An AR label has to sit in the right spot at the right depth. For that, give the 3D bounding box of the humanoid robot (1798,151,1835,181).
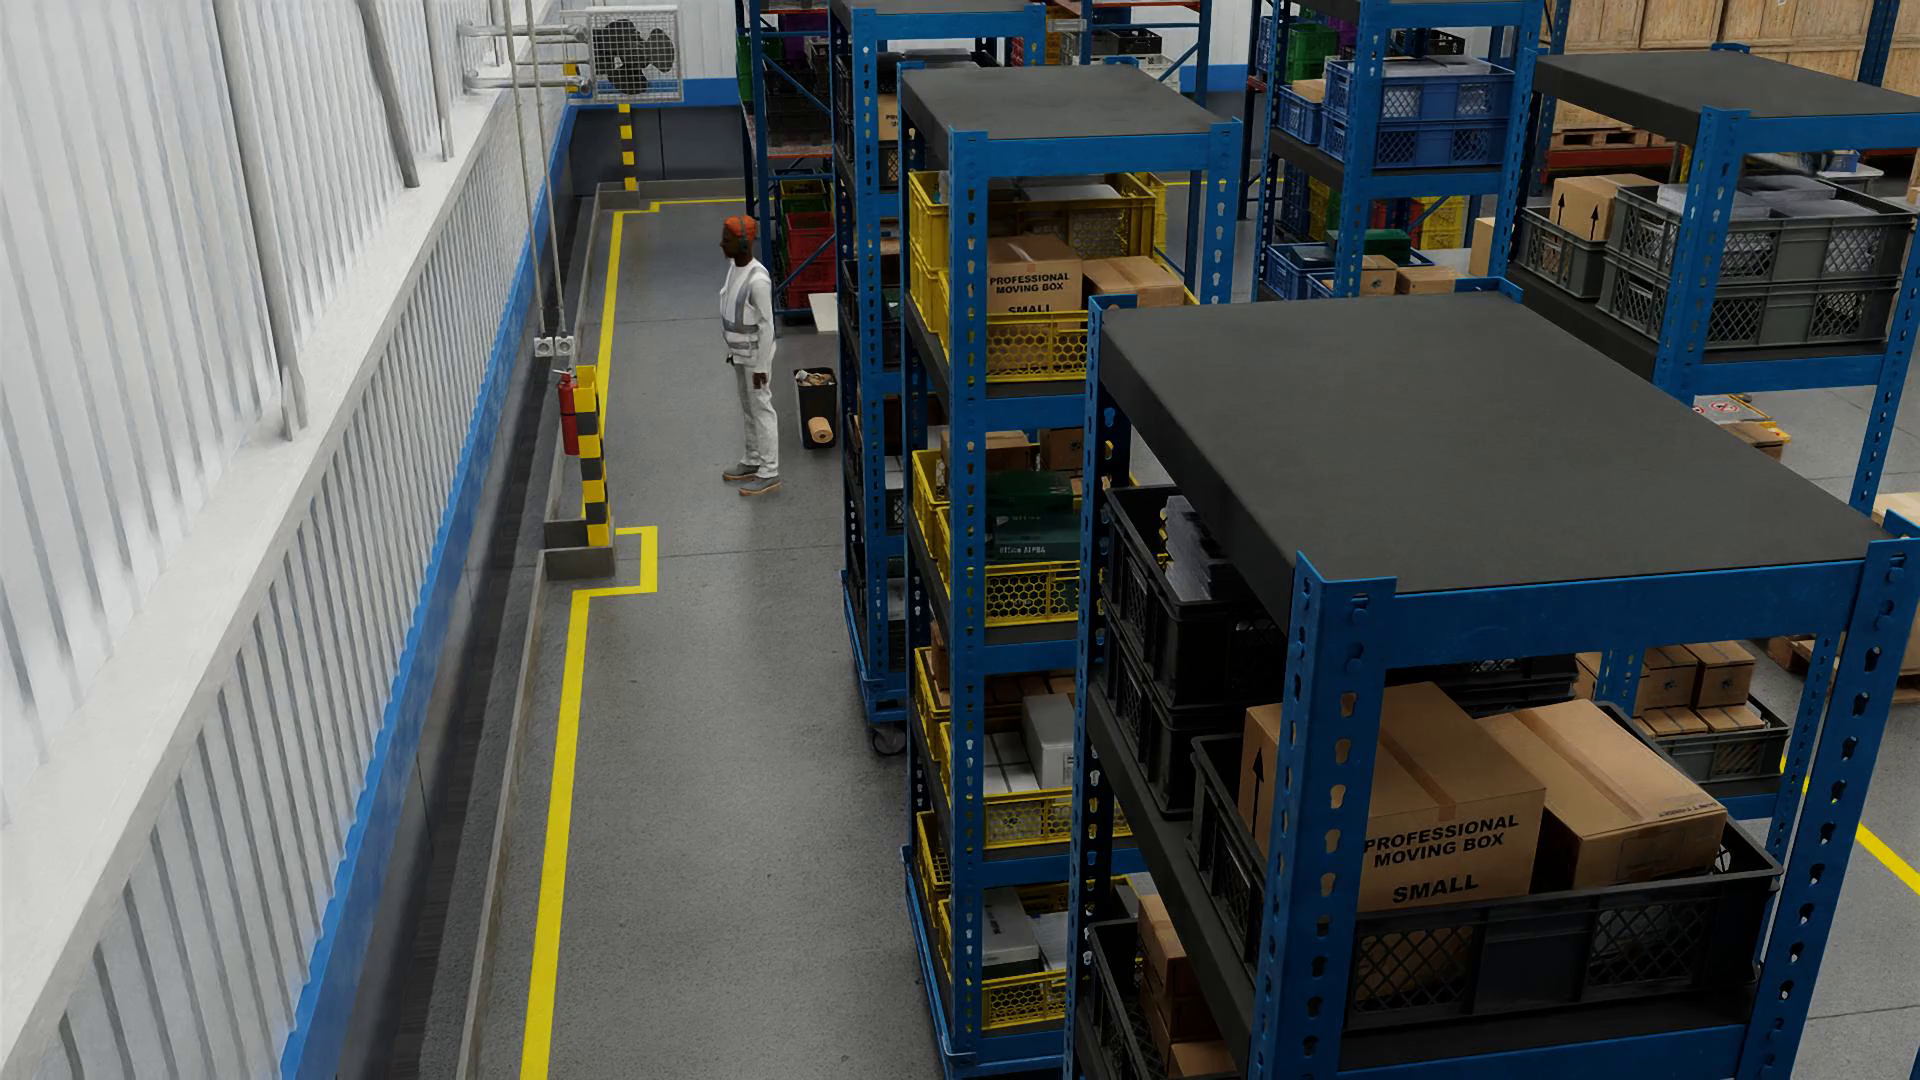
[{"bbox_3d":[7.098,-2.505,14.055,0.588,1.656,0.392,-22,32,-39],"label":"humanoid robot"}]

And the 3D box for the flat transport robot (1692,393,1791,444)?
[{"bbox_3d":[5.224,-0.859,12.132,1.431,0.197,0.652,-4,25,-8],"label":"flat transport robot"}]

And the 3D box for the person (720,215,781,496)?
[{"bbox_3d":[-1.401,-1.221,11.026,0.357,1.880,0.572,-11,27,-23],"label":"person"}]
